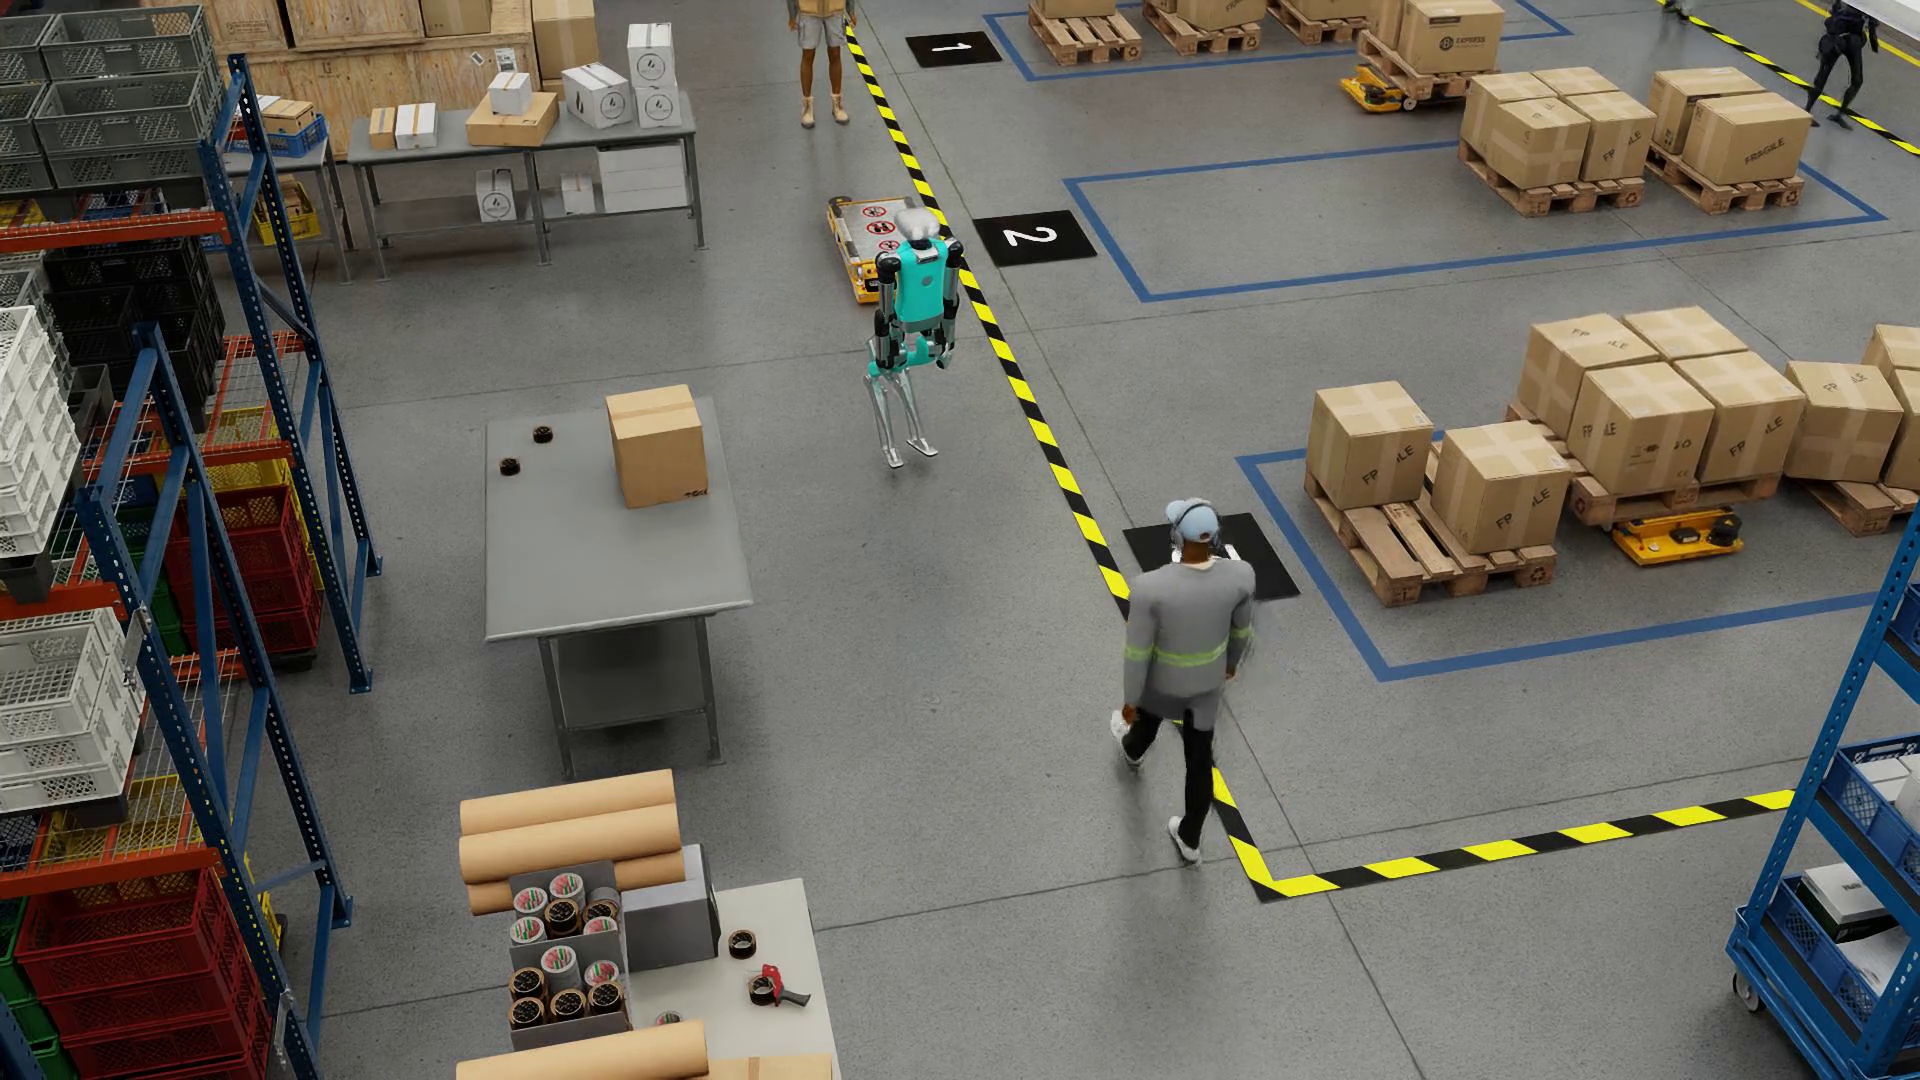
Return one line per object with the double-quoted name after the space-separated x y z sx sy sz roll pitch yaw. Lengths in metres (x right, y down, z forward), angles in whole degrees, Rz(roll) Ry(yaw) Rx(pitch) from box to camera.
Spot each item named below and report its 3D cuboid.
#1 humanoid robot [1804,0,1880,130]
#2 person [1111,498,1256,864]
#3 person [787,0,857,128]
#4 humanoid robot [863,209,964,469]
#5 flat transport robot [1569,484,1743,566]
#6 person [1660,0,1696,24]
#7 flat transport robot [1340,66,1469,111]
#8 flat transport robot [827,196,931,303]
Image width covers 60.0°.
7.584 -4.315 14.175 0.599 1.643 0.457 -14 39 -18 "humanoid robot"
0.985 0.541 7.530 0.614 1.802 0.956 -7 37 -9 "person"
-1.171 -4.532 14.160 0.607 2.043 0.393 -7 37 -10 "person"
-0.349 -1.253 9.897 0.533 1.675 0.735 -18 40 -23 "humanoid robot"
4.031 -0.376 10.036 0.652 0.197 1.431 -8 37 -10 "flat transport robot"
7.271 -6.007 16.329 0.626 1.813 0.473 7 37 9 "person"
4.261 -4.166 15.130 1.431 0.197 0.652 -8 37 -10 "flat transport robot"
-0.570 -2.220 12.538 0.659 0.231 1.431 -8 37 -10 "flat transport robot"
